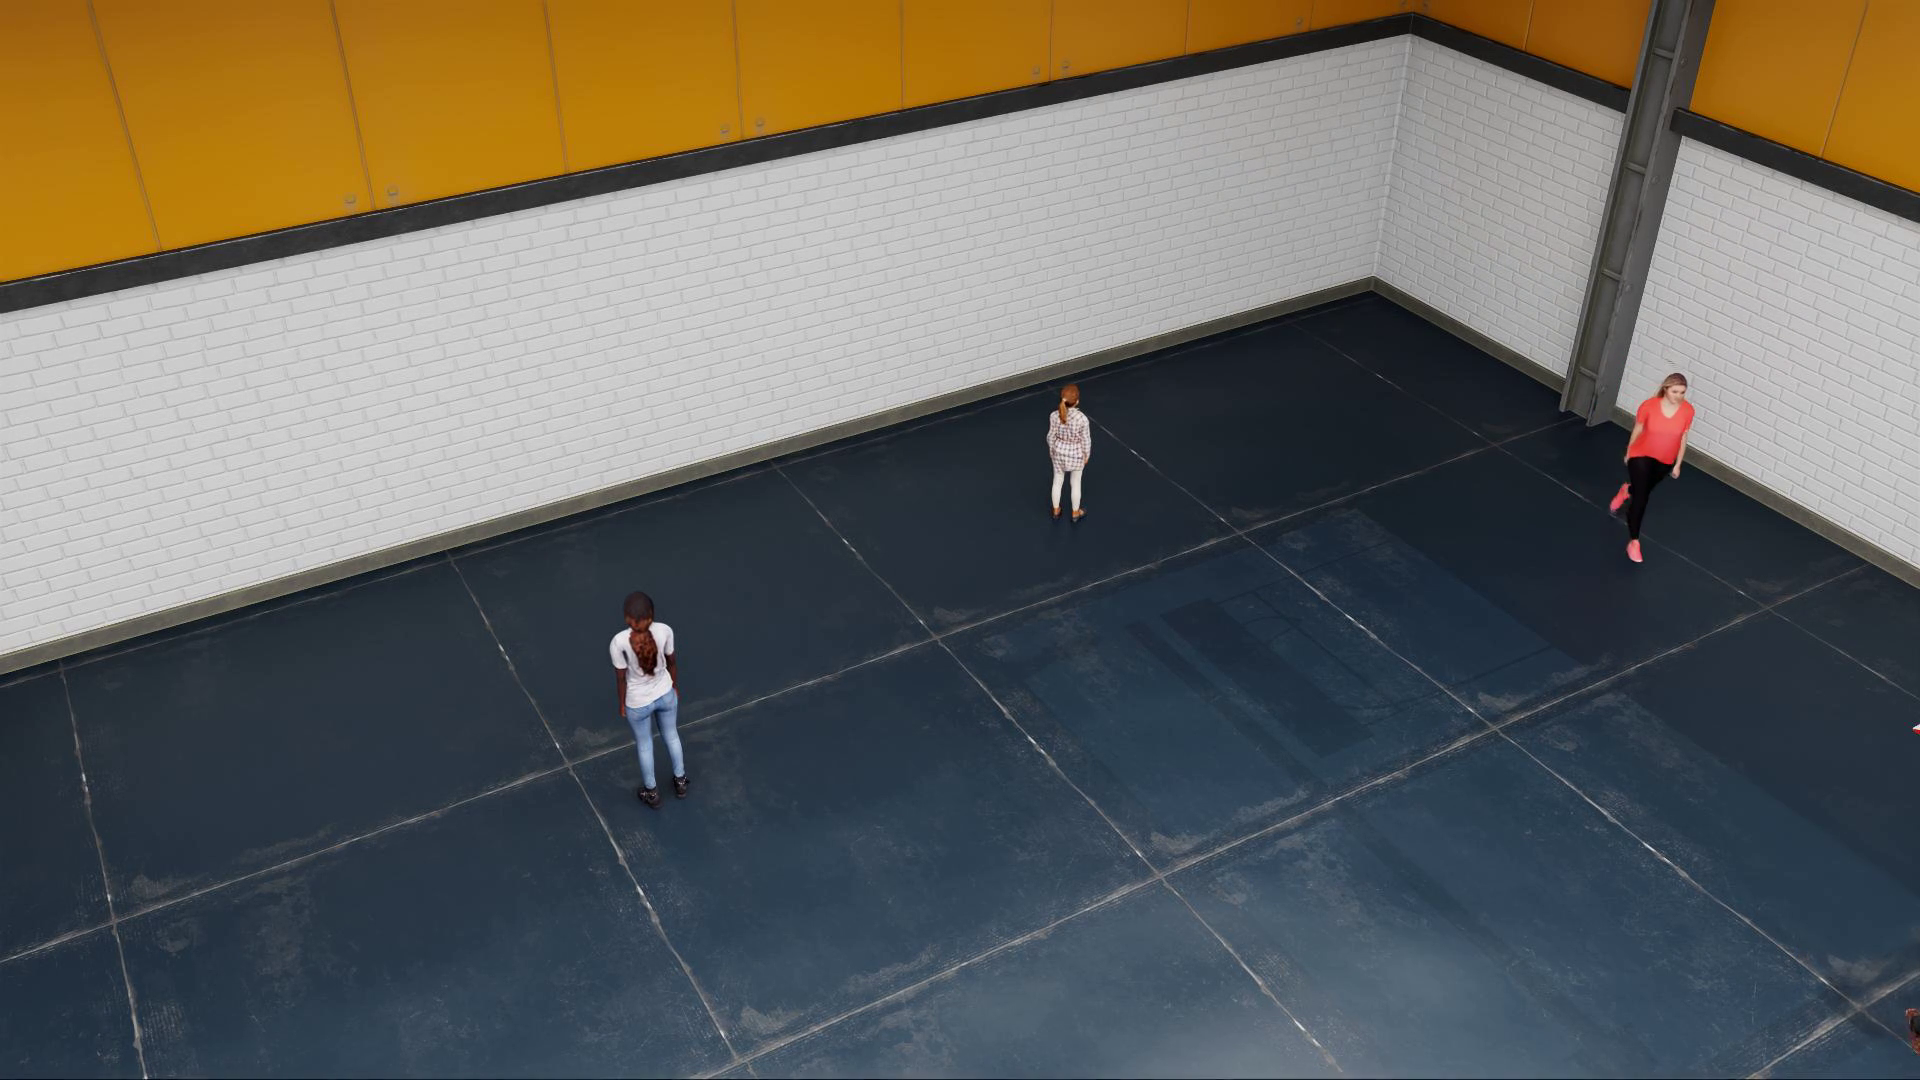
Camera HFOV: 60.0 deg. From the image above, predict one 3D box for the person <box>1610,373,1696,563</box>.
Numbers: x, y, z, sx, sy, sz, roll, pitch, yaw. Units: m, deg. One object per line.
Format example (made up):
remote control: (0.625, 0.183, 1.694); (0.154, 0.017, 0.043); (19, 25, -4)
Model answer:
person: (5.690, -0.700, 13.797); (1.044, 1.642, 1.224); (3, 34, 5)

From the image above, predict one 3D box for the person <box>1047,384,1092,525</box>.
person: (0.921, -0.740, 14.153); (0.617, 1.313, 0.683); (10, 35, 15)

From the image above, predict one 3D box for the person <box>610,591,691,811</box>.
person: (-2.063, 1.057, 11.083); (0.575, 1.720, 0.514); (-18, 38, -25)
